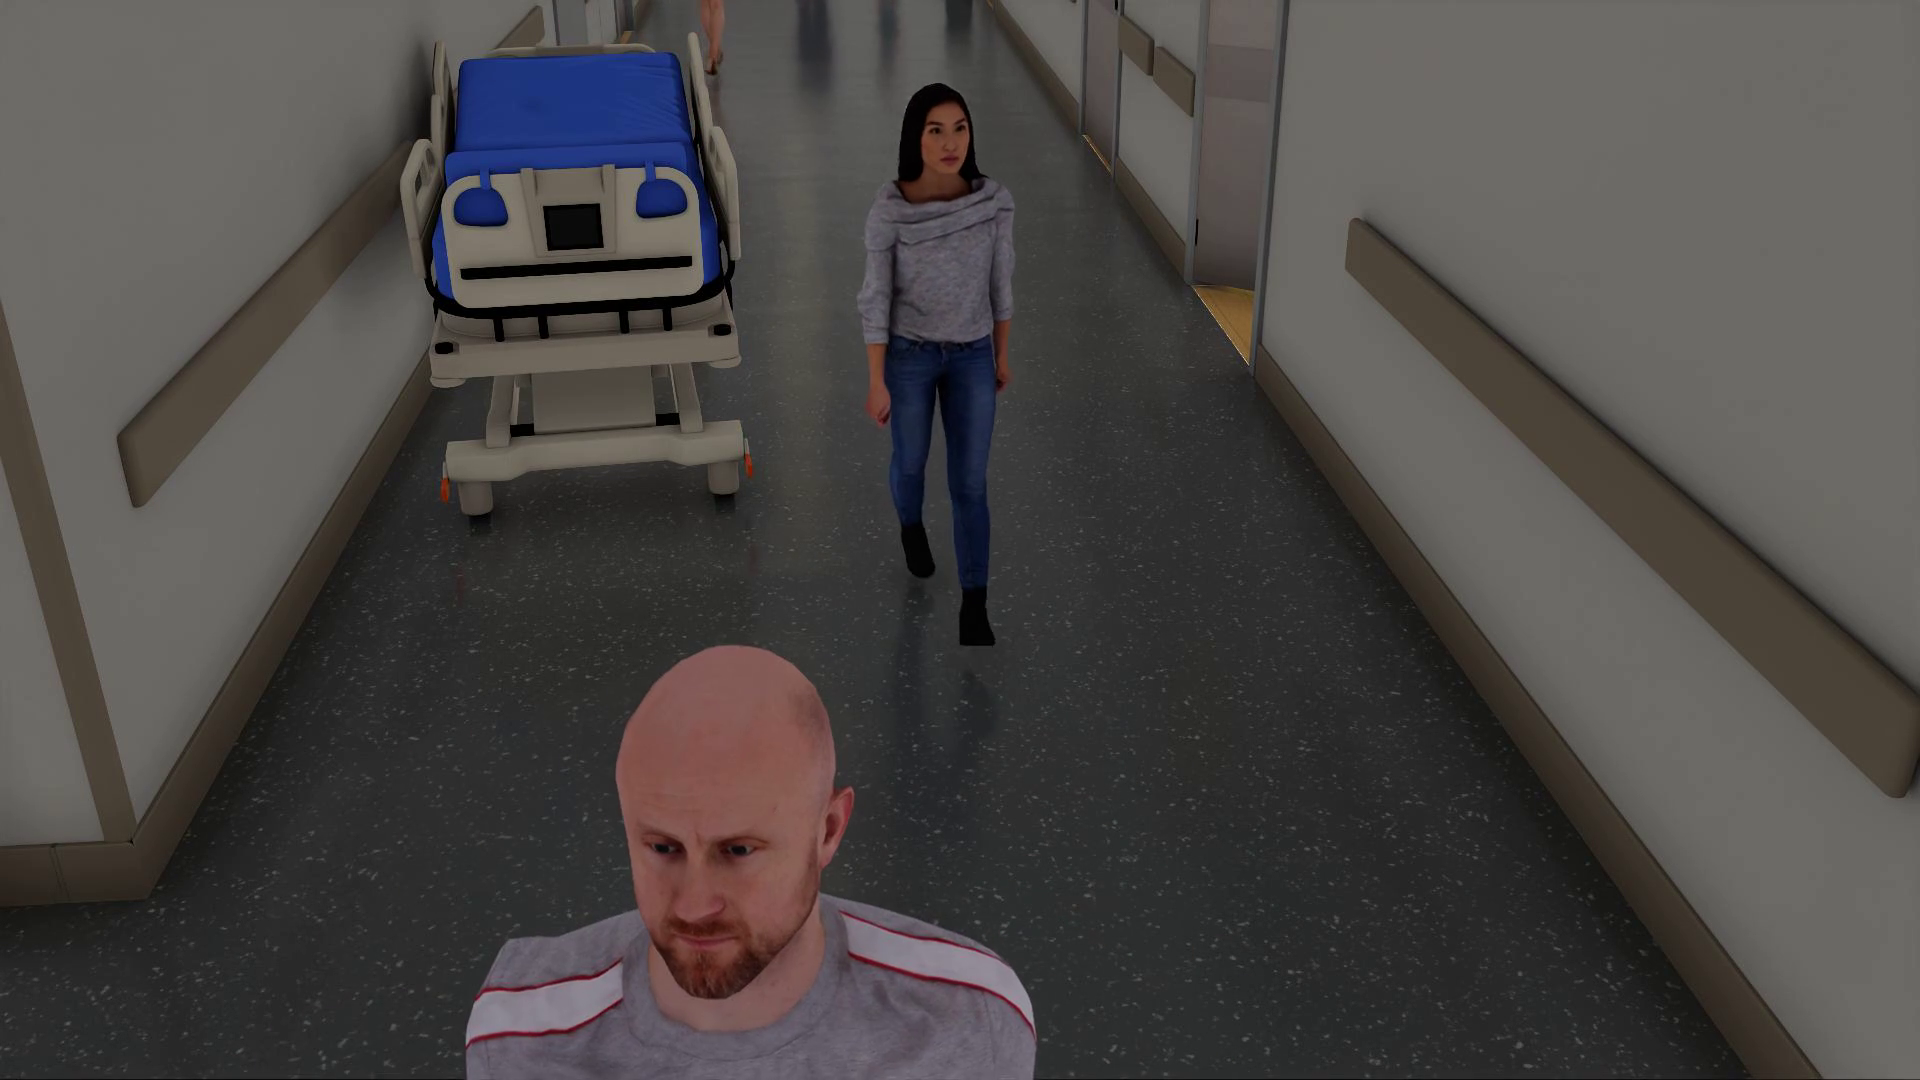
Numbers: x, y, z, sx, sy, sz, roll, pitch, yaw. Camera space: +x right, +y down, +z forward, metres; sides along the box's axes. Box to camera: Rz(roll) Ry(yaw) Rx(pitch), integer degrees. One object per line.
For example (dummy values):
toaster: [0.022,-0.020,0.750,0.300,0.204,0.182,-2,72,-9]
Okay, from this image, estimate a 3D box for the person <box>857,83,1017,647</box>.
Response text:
person: [-0.095,-0.517,4.912,1.040,1.583,0.793,-6,26,-12]

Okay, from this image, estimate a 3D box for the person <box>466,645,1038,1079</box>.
person: [-0.177,0.908,1.671,0.525,1.830,0.740,0,26,0]
